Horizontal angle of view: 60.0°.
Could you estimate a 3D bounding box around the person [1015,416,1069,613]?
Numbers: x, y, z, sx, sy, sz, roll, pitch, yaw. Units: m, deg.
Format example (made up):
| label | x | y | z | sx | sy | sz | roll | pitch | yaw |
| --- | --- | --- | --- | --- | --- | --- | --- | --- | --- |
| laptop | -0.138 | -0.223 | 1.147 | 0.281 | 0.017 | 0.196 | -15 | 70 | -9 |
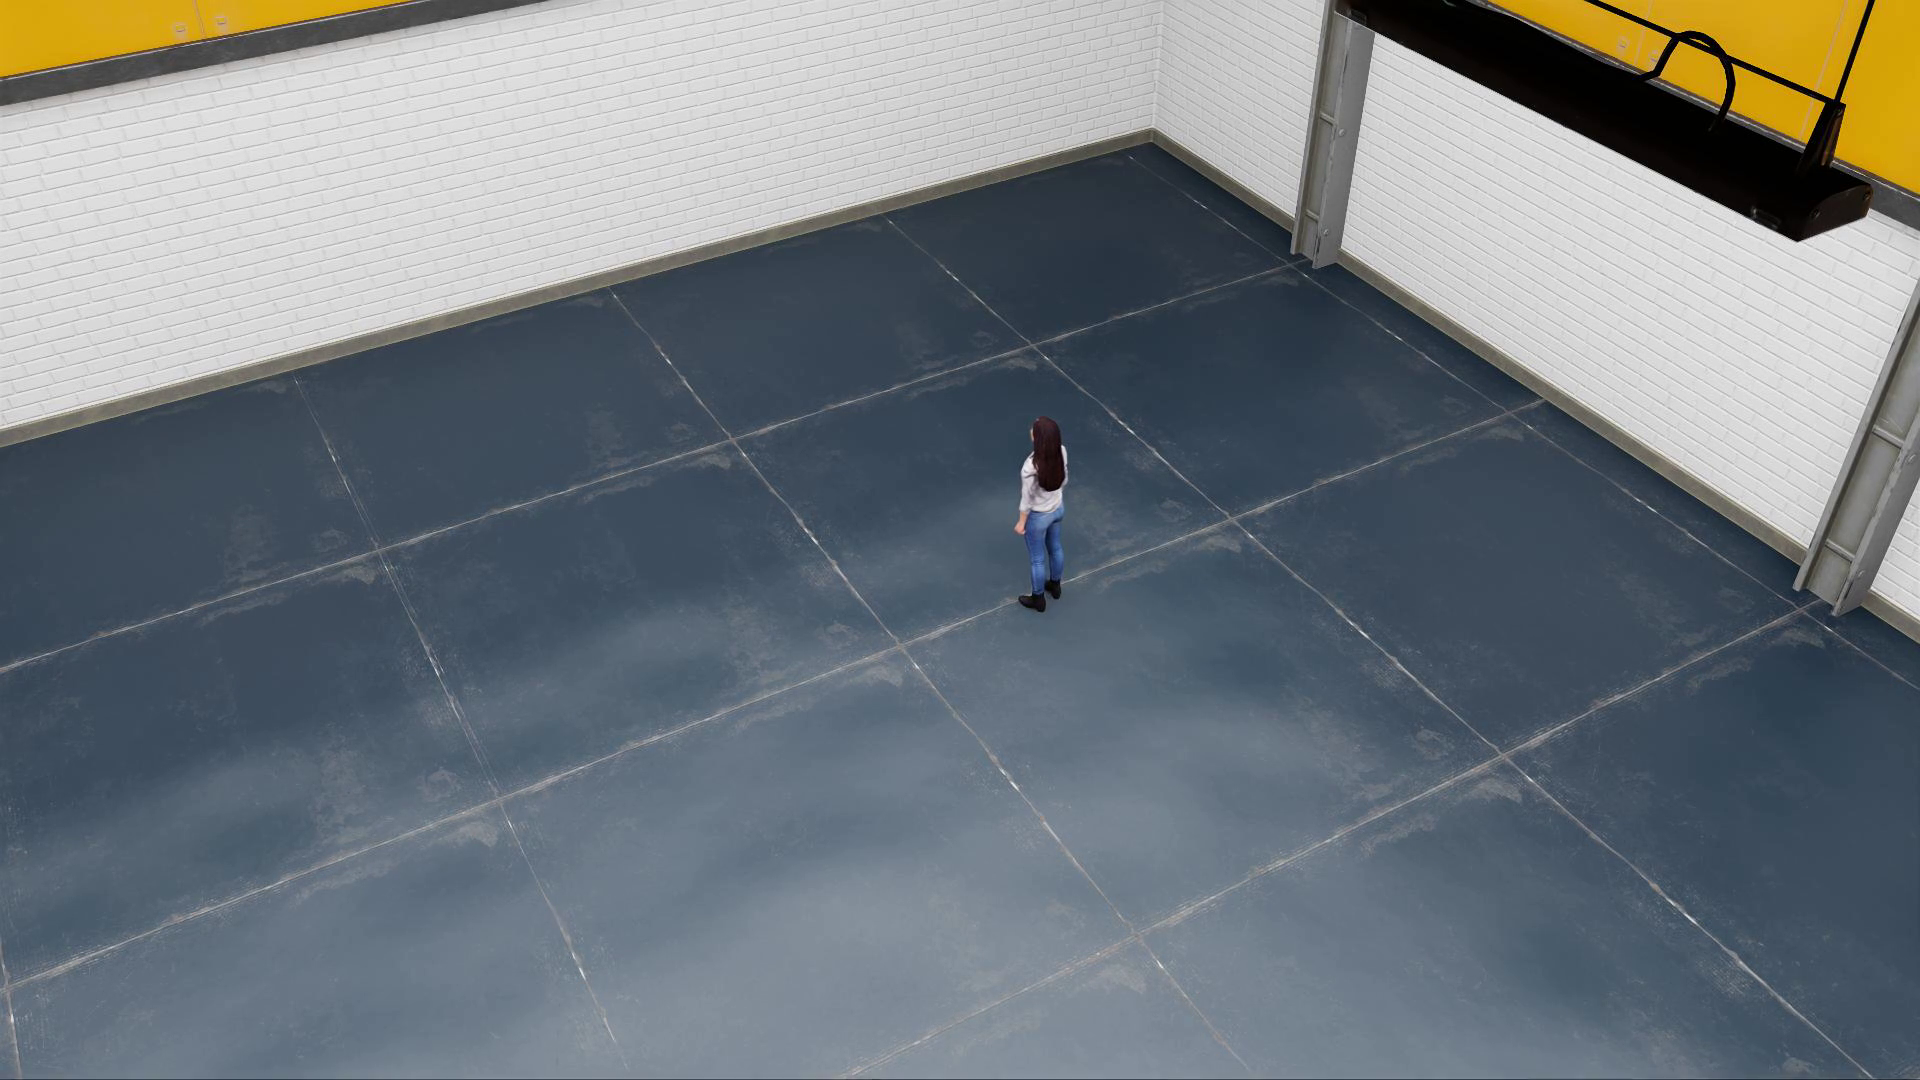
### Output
| label | x | y | z | sx | sy | sz | roll | pitch | yaw |
| --- | --- | --- | --- | --- | --- | --- | --- | --- | --- |
| person | 0.611 | -0.190 | 11.968 | 0.612 | 1.632 | 0.660 | 30 | 48 | 32 |
